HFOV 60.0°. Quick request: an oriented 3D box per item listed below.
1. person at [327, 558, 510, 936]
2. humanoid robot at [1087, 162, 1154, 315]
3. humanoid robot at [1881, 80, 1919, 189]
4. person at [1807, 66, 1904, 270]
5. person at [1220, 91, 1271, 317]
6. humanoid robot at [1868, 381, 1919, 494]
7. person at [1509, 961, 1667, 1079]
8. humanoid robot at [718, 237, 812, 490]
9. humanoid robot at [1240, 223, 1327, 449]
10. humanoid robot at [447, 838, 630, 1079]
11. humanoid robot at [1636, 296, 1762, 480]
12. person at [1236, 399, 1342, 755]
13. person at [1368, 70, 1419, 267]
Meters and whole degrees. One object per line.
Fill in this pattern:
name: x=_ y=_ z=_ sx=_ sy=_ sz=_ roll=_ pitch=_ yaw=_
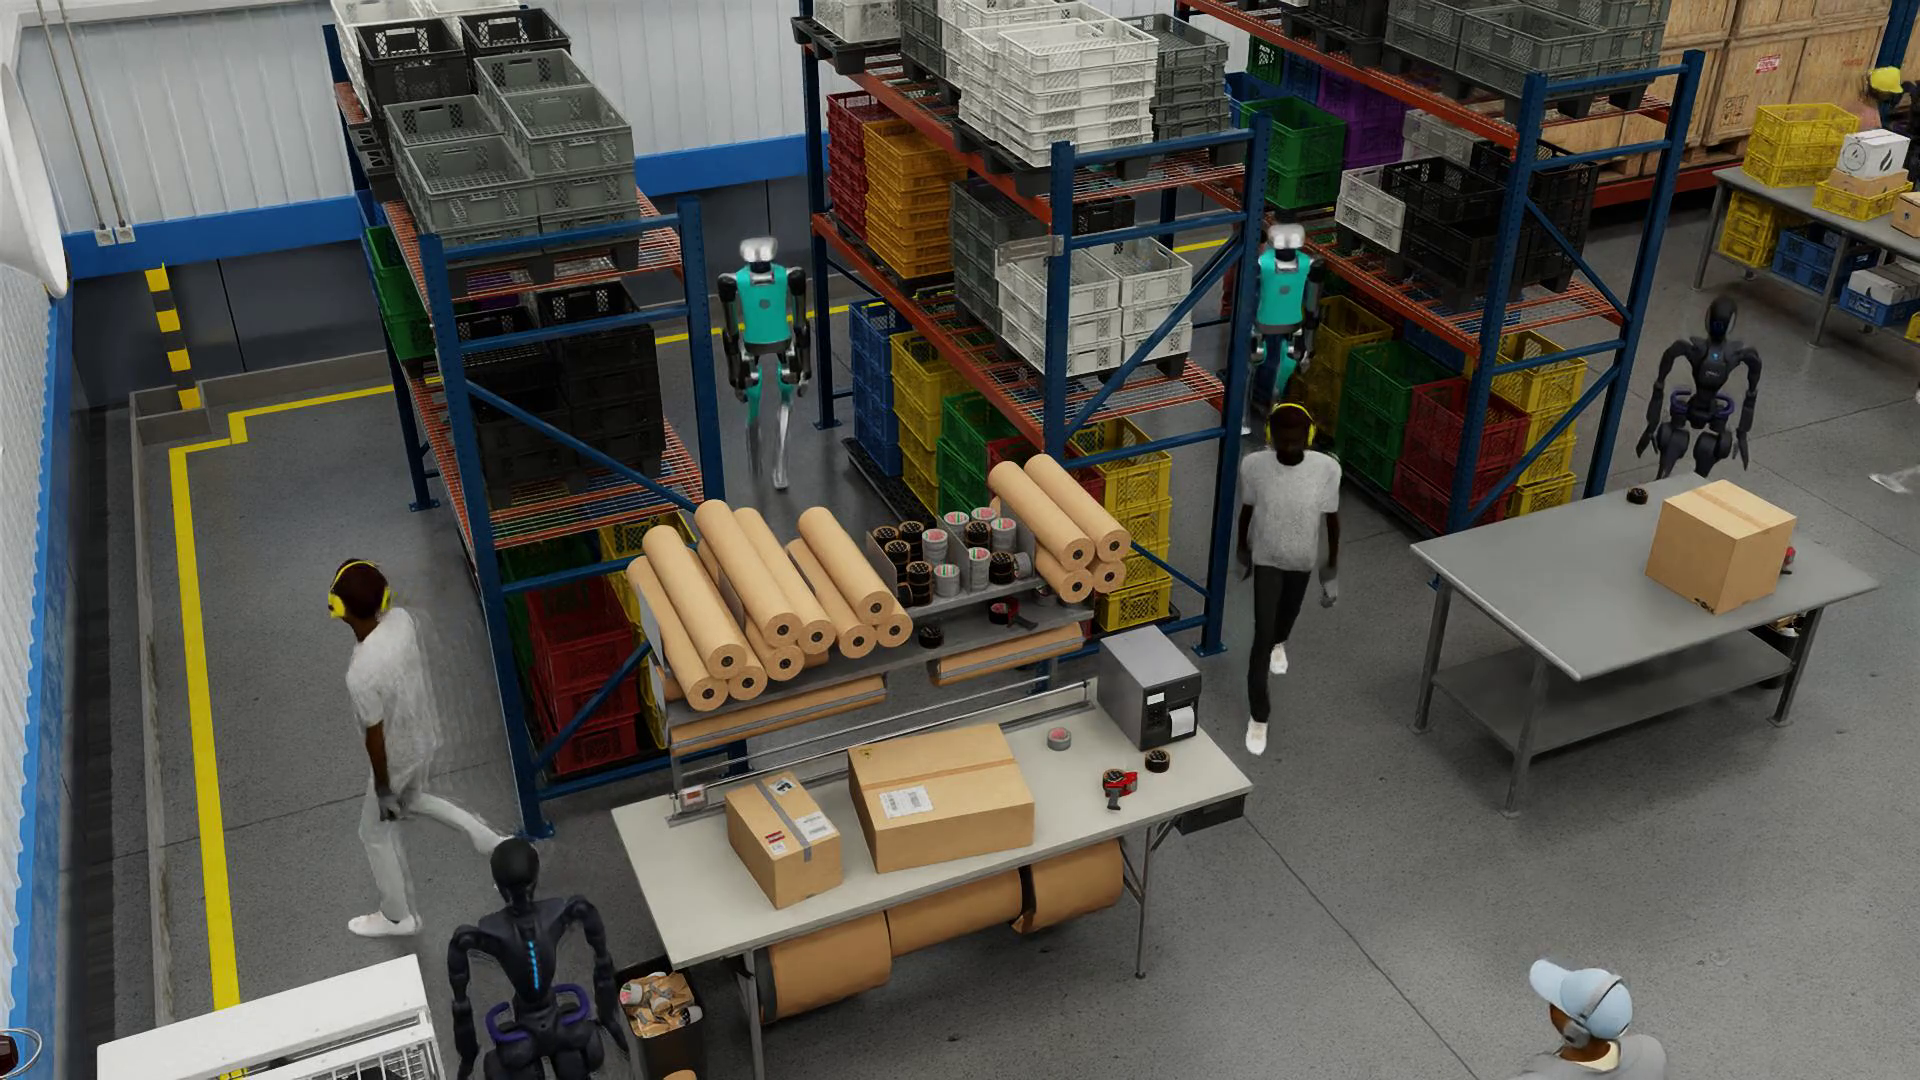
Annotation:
person: x=-2.323 y=0.899 z=7.021 sx=0.671 sy=1.834 sz=0.570 roll=4 pitch=32 yaw=7
humanoid robot: x=1.248 y=-2.237 z=12.261 sx=1.025 sy=1.784 sz=0.530 roll=-9 pitch=33 yaw=-14
humanoid robot: x=7.979 y=-3.292 z=13.980 sx=0.591 sy=1.644 sz=0.405 roll=25 pitch=40 yaw=35
person: x=7.093 y=-2.959 z=13.378 sx=0.689 sy=1.737 sz=0.523 roll=6 pitch=32 yaw=10
person: x=2.166 y=-2.462 z=12.397 sx=0.379 sy=1.917 sz=0.598 roll=-4 pitch=32 yaw=-7
humanoid robot: x=6.249 y=-0.903 z=10.083 sx=0.541 sy=1.776 sz=0.964 roll=-19 pitch=36 yaw=-27
person: x=1.819 y=2.012 z=5.192 sx=0.596 sy=1.852 sz=0.363 roll=-13 pitch=34 yaw=-20
humanoid robot: x=-1.205 y=-1.060 z=10.396 sx=0.538 sy=1.897 sz=0.709 roll=-6 pitch=32 yaw=-9
humanoid robot: x=1.990 y=-1.332 z=10.789 sx=0.553 sy=1.767 sz=1.006 roll=0 pitch=32 yaw=0
humanoid robot: x=-1.471 y=1.745 z=5.800 sx=0.609 sy=1.642 sz=0.359 roll=-15 pitch=35 yaw=-22
humanoid robot: x=4.282 y=-0.628 z=9.643 sx=0.615 sy=1.657 sz=0.387 roll=10 pitch=33 yaw=16
person: x=1.632 y=0.076 z=8.382 sx=0.524 sy=1.823 sz=0.960 roll=3 pitch=32 yaw=5
person: x=3.443 y=-3.026 z=13.402 sx=0.471 sy=1.823 sz=0.621 roll=13 pitch=34 yaw=20
